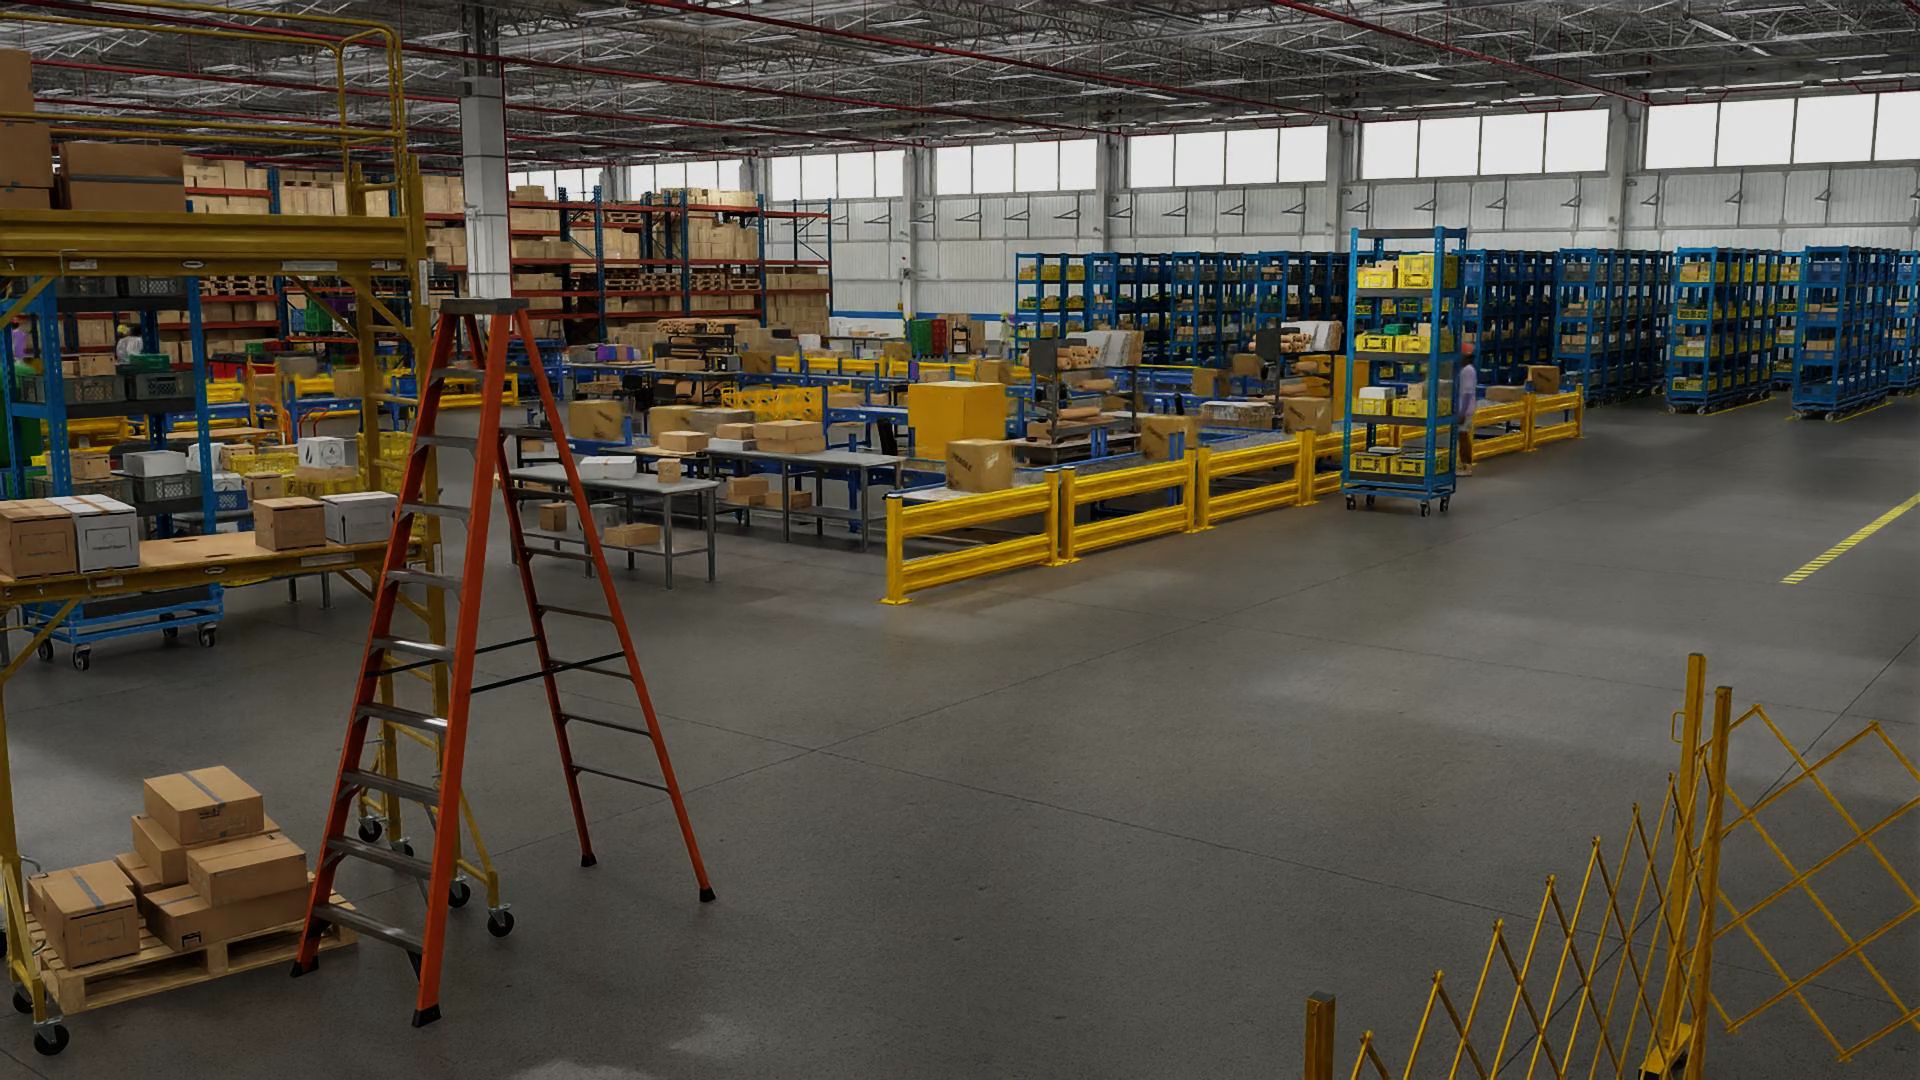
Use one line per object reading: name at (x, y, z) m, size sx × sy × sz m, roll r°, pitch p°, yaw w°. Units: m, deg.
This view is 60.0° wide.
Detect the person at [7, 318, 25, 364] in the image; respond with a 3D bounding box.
person at (-24.219, -4.732, 42.609) m, size 0.518 × 1.898 × 0.588 m, roll 2°, pitch 9°, yaw 10°

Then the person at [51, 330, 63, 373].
person at (-20.770, -3.949, 38.171) m, size 0.534 × 1.752 × 0.449 m, roll 9°, pitch 13°, yaw 44°

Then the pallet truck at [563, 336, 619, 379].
pallet truck at (-10.690, -5.294, 48.215) m, size 1.601 × 1.201 × 0.680 m, roll -5°, pitch 10°, yaw -26°

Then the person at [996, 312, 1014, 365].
person at (1.391, -6.564, 54.476) m, size 0.839 × 1.767 × 0.616 m, roll -1°, pitch 9°, yaw -4°

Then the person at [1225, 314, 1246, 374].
person at (8.015, -5.674, 48.401) m, size 0.635 × 1.925 × 0.448 m, roll 5°, pitch 10°, yaw 28°

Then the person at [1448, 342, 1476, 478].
person at (7.492, -1.937, 24.854) m, size 0.407 × 2.008 × 0.690 m, roll 1°, pitch 9°, yaw 8°

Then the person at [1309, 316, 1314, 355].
person at (10.811, -6.123, 51.546) m, size 0.572 × 1.828 × 0.742 m, roll 6°, pitch 11°, yaw 34°

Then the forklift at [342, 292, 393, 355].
forklift at (-16.485, -5.622, 45.120) m, size 1.129 × 2.768 × 1.873 m, roll 7°, pitch 11°, yaw 37°

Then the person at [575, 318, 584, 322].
person at (-14.481, -8.109, 63.899) m, size 0.648 × 1.833 × 0.435 m, roll 5°, pitch 11°, yaw 30°

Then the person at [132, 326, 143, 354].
person at (-21.102, -4.667, 42.870) m, size 0.560 × 1.682 × 0.498 m, roll 6°, pitch 11°, yaw 31°

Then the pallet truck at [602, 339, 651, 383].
pallet truck at (-8.991, -4.871, 45.351) m, size 0.653 × 1.274 × 1.630 m, roll 7°, pitch 11°, yaw 37°

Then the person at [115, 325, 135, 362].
person at (-20.500, -4.388, 40.833) m, size 0.586 × 1.785 × 0.935 m, roll 5°, pitch 11°, yaw 30°
